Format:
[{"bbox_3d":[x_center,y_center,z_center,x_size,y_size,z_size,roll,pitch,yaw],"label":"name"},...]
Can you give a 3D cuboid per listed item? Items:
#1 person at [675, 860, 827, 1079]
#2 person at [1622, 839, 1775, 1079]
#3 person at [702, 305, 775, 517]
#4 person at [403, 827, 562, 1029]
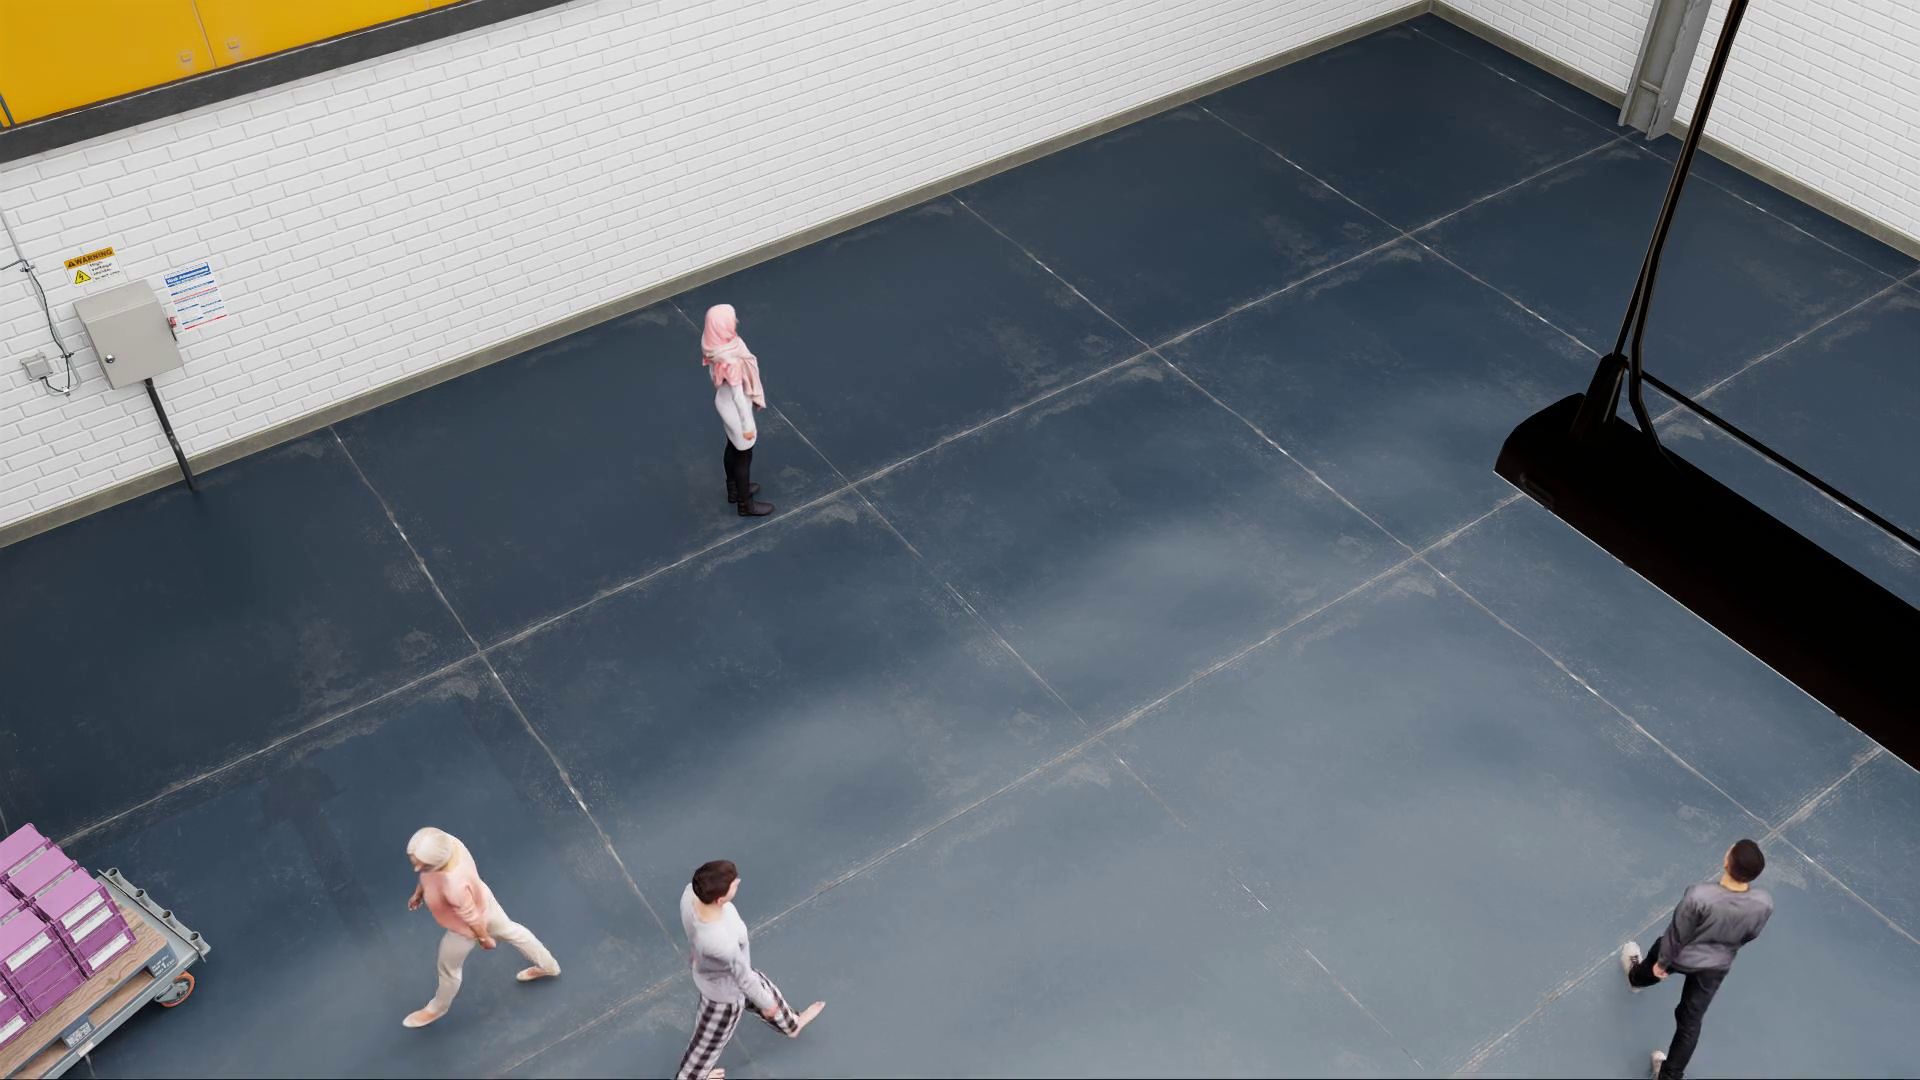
[{"bbox_3d":[-1.290,2.283,8.475,0.838,1.803,1.124,-19,47,-19],"label":"person"},{"bbox_3d":[3.823,2.224,8.602,1.115,1.713,1.206,5,44,5],"label":"person"},{"bbox_3d":[-1.603,-0.922,11.839,0.728,1.804,0.578,-19,47,-19],"label":"person"},{"bbox_3d":[-2.548,1.979,8.896,0.887,1.661,1.112,-13,45,-13],"label":"person"}]
